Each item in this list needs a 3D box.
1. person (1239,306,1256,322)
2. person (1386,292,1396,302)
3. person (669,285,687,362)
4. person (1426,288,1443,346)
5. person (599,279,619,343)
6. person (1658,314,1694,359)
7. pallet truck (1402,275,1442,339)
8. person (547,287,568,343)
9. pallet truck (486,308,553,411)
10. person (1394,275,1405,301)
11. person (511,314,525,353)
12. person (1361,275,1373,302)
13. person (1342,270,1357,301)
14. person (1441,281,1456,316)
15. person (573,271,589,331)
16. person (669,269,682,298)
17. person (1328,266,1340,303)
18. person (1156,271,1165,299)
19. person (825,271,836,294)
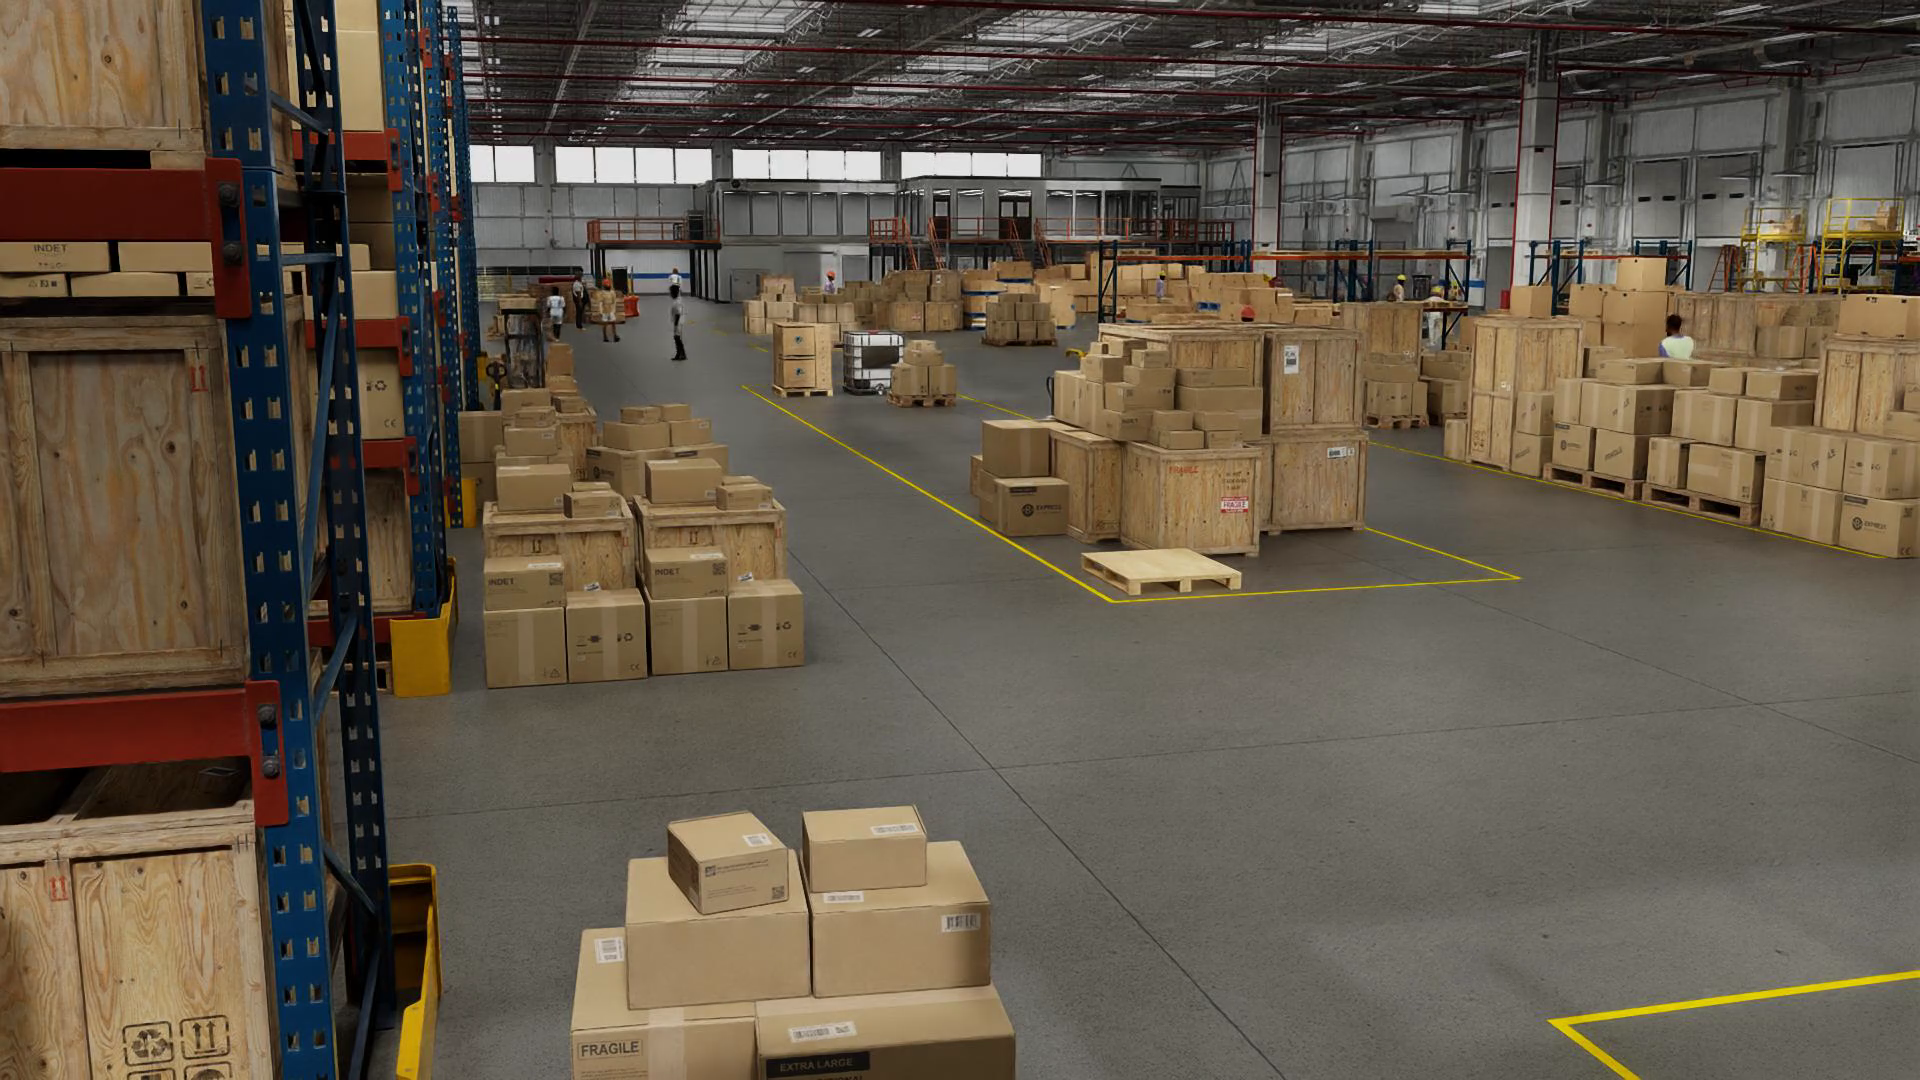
[{"bbox_3d":[4.501,-2.709,26.181,0.545,1.939,0.354,-4,11,-22],"label":"person"},{"bbox_3d":[10.049,-4.885,38.866,0.522,1.817,0.866,1,10,6],"label":"person"},{"bbox_3d":[-7.058,-5.395,41.455,0.390,1.924,0.712,-2,10,-13],"label":"person"},{"bbox_3d":[13.742,-6.446,48.073,0.529,1.685,0.814,1,10,6],"label":"person"},{"bbox_3d":[-10.486,-6.830,49.649,0.567,1.882,1.009,-7,12,-33],"label":"person"},{"bbox_3d":[10.168,-2.255,23.690,0.619,1.904,0.604,-4,11,-21],"label":"person"},{"bbox_3d":[14.620,-7.324,52.145,0.823,1.965,1.885,8,13,40],"label":"pallet truck"},{"bbox_3d":[-11.973,-6.704,49.573,0.551,1.669,0.778,2,10,11],"label":"person"},{"bbox_3d":[-6.242,-2.418,24.362,0.823,1.965,1.885,1,10,3],"label":"pallet truck"},{"bbox_3d":[14.810,-7.980,56.097,0.390,1.922,0.589,1,10,3],"label":"person"},{"bbox_3d":[-8.607,-3.712,32.630,0.709,1.673,0.546,0,10,-3],"label":"person"},{"bbox_3d":[13.394,-7.757,54.796,1.049,1.941,0.624,8,13,40],"label":"person"},{"bbox_3d":[15.851,-10.015,67.601,0.610,1.929,0.682,6,12,31],"label":"person"},{"bbox_3d":[16.985,-8.183,57.905,0.542,1.685,0.389,-1,10,-8],"label":"person"},{"bbox_3d":[-12.866,-8.108,56.463,0.537,2.000,0.689,-3,10,-17],"label":"person"},{"bbox_3d":[-13.107,-11.568,76.629,0.599,1.836,0.972,0,10,-3],"label":"person"},{"bbox_3d":[17.989,-12.213,79.973,0.965,1.960,0.608,8,13,39],"label":"person"},{"bbox_3d":[7.737,-9.394,64.061,0.380,1.928,0.586,0,10,-1],"label":"person"},{"bbox_3d":[-4.464,-8.286,57.507,0.417,2.034,0.604,1,10,6],"label":"person"}]
